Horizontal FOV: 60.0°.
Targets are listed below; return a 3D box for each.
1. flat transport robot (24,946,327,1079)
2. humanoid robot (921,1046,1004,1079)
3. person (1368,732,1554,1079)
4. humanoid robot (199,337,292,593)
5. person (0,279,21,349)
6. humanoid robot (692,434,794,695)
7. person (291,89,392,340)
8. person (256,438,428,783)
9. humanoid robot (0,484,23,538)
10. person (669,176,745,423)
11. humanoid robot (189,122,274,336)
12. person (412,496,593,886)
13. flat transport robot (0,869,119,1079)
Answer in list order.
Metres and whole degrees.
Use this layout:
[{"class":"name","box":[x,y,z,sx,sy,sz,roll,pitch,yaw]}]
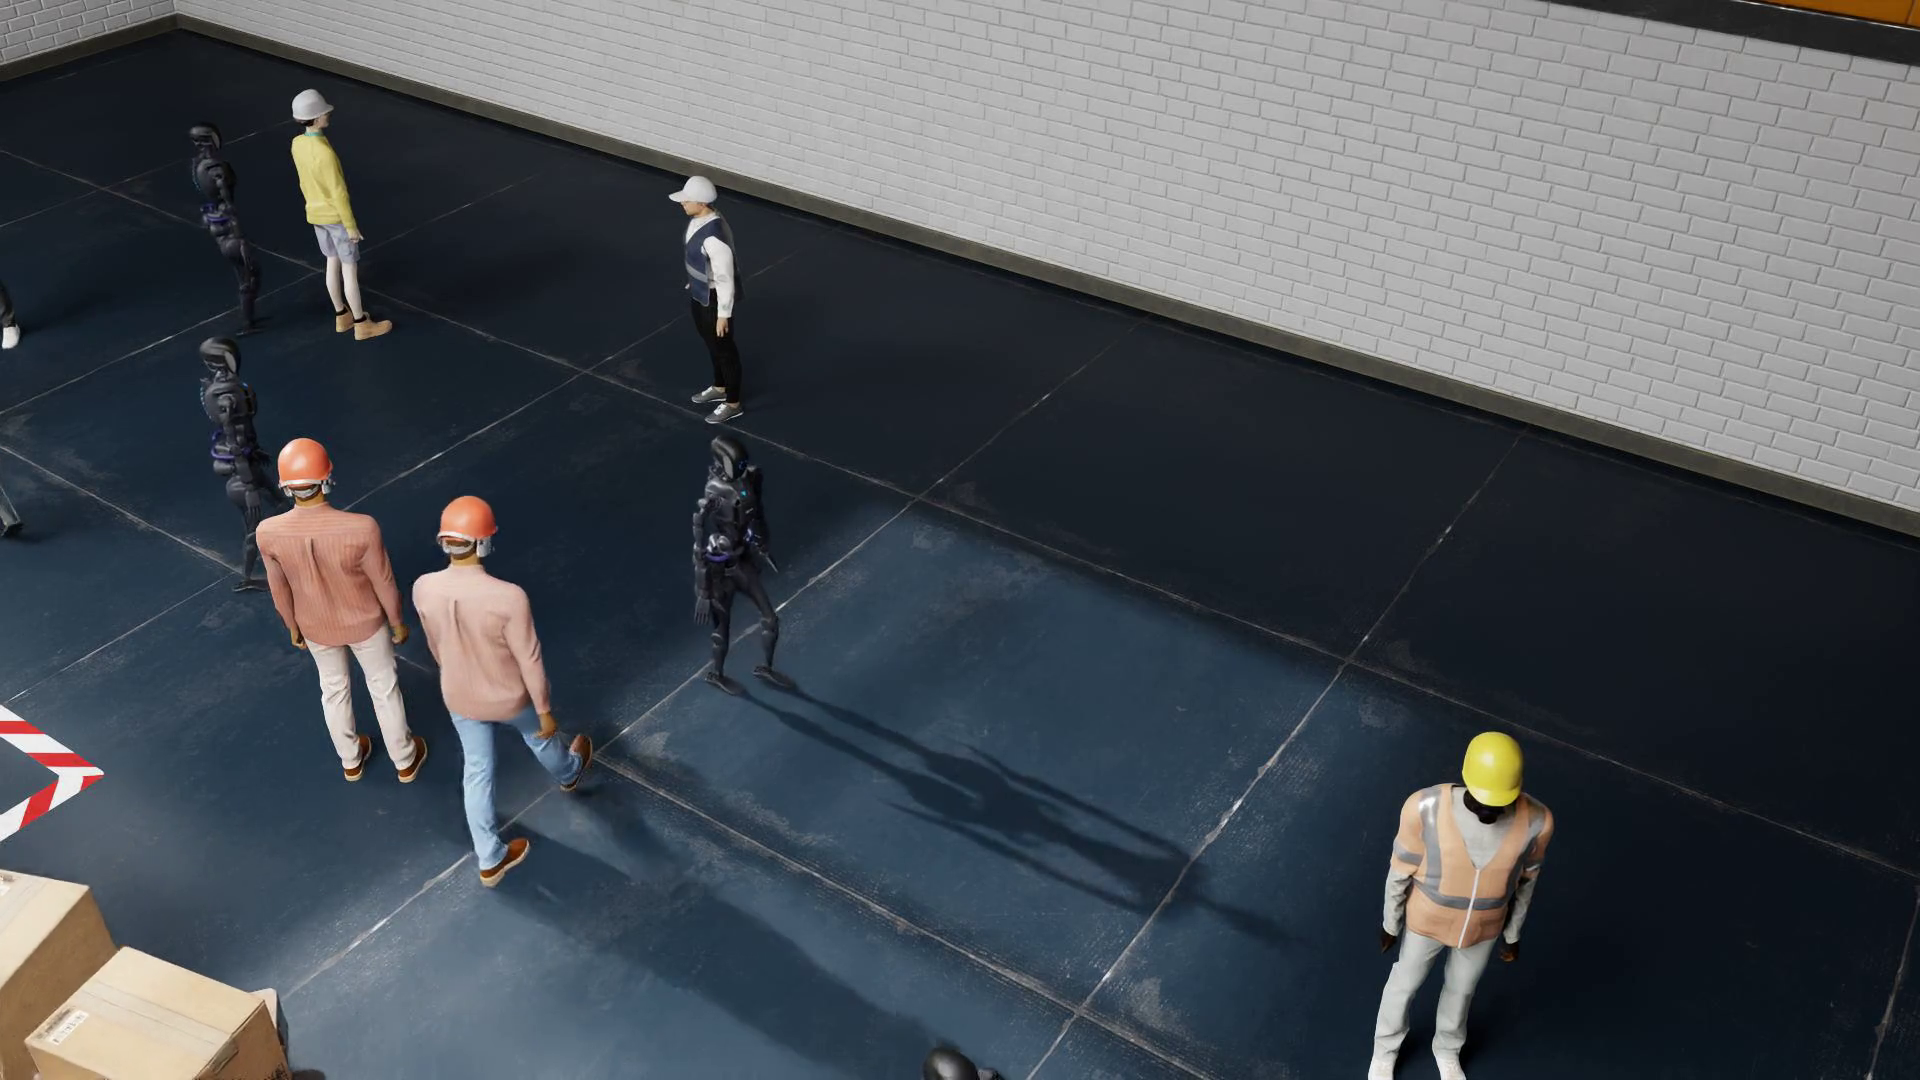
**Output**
[{"class":"flat transport robot","box":[-3.231,2.574,6.585,1.431,0.231,0.659,-10,36,-14]},{"class":"humanoid robot","box":[-0.073,2.277,5.843,0.818,1.640,0.596,24,42,31]},{"class":"person","box":[1.982,1.514,6.655,0.586,1.927,0.364,2,35,3]},{"class":"humanoid robot","box":[-4.117,-0.442,9.677,0.608,1.633,0.589,-11,36,-15]},{"class":"person","box":[-7.311,-2.259,12.097,0.528,1.868,0.311,-2,35,-3]},{"class":"humanoid robot","box":[-1.196,0.153,8.819,0.489,1.642,0.609,20,40,26]},{"class":"person","box":[-4.623,-2.376,12.247,0.472,1.892,0.384,25,42,31]},{"class":"person","box":[-3.044,0.382,8.225,0.610,1.986,0.401,0,35,-1]},{"class":"humanoid robot","box":[-6.198,-0.714,10.056,1.010,1.788,0.541,17,38,22]},{"class":"person","box":[-1.688,-1.645,11.312,0.429,1.757,0.768,-14,37,-19]},{"class":"humanoid robot","box":[-5.385,-2.302,12.321,0.402,1.649,0.609,-21,40,-28]},{"class":"person","box":[-2.150,0.658,7.887,0.678,1.916,1.018,8,36,11]},{"class":"flat transport robot","box":[-4.202,2.250,7.048,0.659,0.231,1.431,7,36,11]}]
